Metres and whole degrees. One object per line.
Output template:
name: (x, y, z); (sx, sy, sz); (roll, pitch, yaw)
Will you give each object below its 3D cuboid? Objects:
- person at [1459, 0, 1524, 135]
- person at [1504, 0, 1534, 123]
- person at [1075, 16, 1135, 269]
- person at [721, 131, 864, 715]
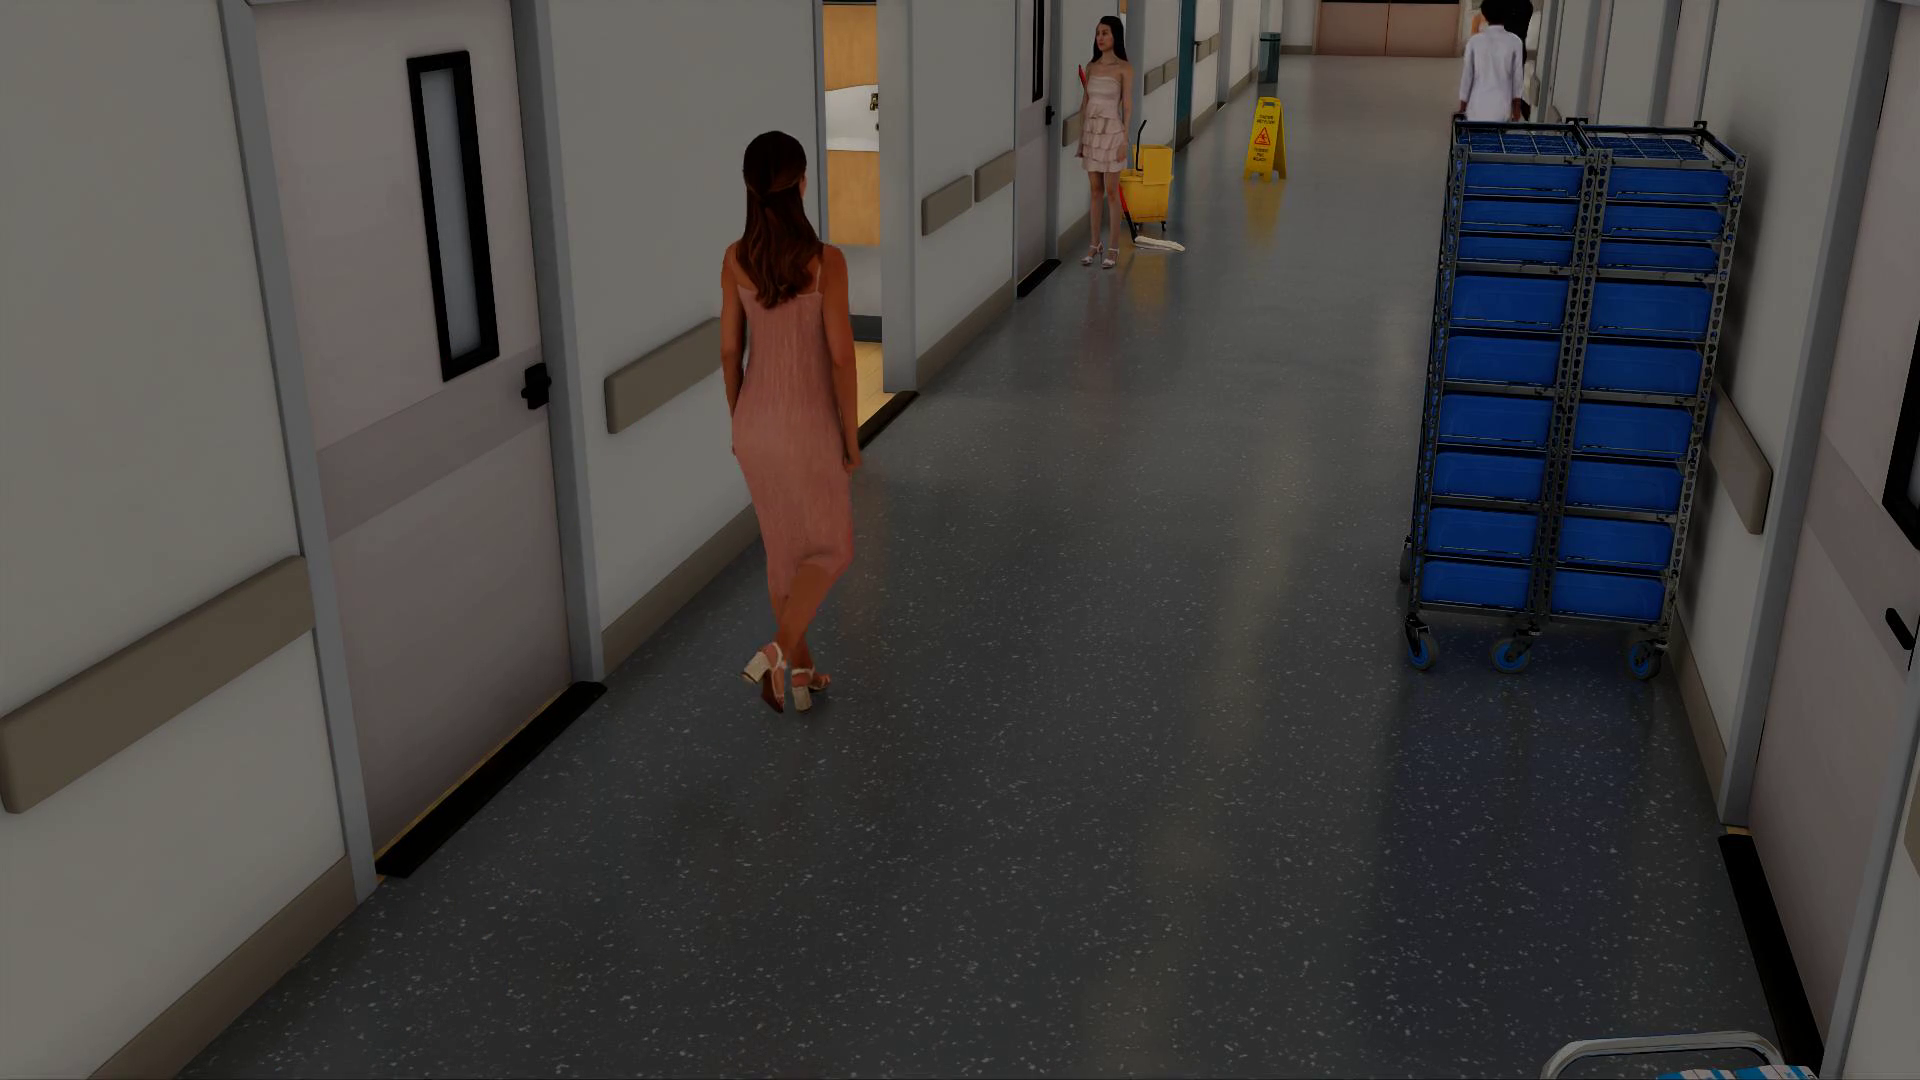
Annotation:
person: (4.365, -3.570, 13.711); (0.689, 1.791, 0.751); (9, 22, 22)
person: (5.916, -5.079, 17.702); (1.082, 1.787, 1.147); (-5, 21, -12)
person: (1.038, -2.812, 11.790); (0.658, 1.735, 0.664); (17, 27, 38)
person: (-0.537, -0.272, 4.960); (0.627, 1.823, 0.810); (7, 22, 17)
